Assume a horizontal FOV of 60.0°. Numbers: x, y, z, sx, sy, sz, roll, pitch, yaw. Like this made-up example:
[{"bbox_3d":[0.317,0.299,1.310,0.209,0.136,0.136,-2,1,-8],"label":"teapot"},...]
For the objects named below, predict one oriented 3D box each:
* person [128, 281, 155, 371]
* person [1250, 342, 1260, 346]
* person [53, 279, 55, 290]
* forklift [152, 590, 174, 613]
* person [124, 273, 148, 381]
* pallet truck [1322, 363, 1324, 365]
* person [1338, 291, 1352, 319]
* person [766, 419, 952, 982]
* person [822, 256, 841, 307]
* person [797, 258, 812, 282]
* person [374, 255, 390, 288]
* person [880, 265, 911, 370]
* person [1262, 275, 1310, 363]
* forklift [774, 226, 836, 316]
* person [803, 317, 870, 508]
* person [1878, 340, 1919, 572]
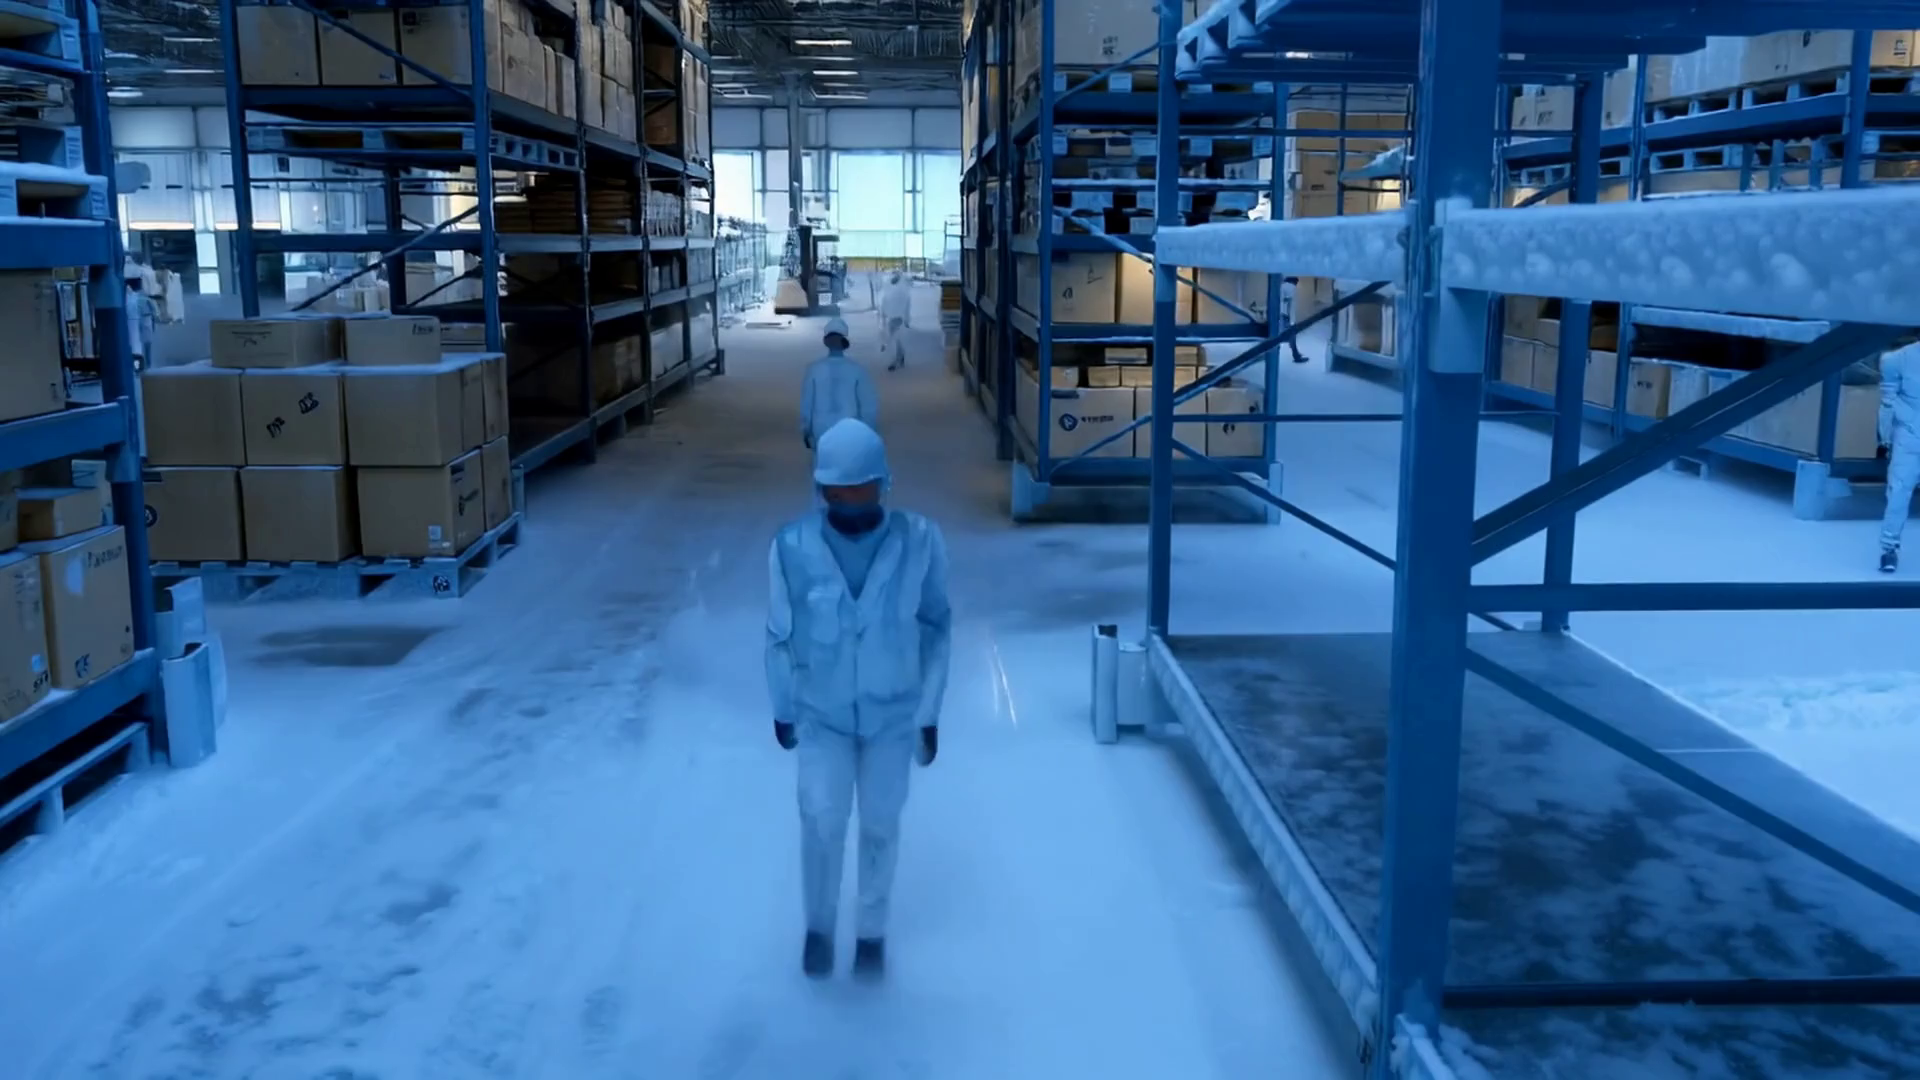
[{"bbox_3d":[-14.721,-3.820,29.833,0.544,1.643,0.893,-6,12,-29],"label":"person"},{"bbox_3d":[6.803,-5.277,37.144,1.039,1.933,0.646,-8,13,-39],"label":"person"},{"bbox_3d":[-20.520,-5.290,37.139,0.364,1.962,0.611,9,13,40],"label":"person"},{"bbox_3d":[-5.858,-0.811,9.639,1.873,2.768,1.129,-1,10,-3],"label":"forklift"},{"bbox_3d":[-14.109,-3.600,28.048,1.010,1.857,0.669,7,12,35],"label":"person"},{"bbox_3d":[7.712,-4.157,30.737,1.885,1.965,0.823,3,11,16],"label":"pallet truck"},{"bbox_3d":[7.566,-4.231,32.079,0.806,1.666,0.547,-6,12,-30],"label":"person"},{"bbox_3d":[-0.318,0.519,5.225,0.587,1.809,0.441,0,10,-2],"label":"person"},{"bbox_3d":[-4.542,-9.143,59.035,0.643,1.813,0.776,-7,12,-34],"label":"person"},{"bbox_3d":[-5.769,-9.615,61.560,1.078,1.862,0.691,-10,14,-43],"label":"person"},{"bbox_3d":[-15.784,-6.856,45.655,0.540,2.000,0.705,-1,10,-5],"label":"person"},{"bbox_3d":[-1.155,-4.079,30.518,0.646,1.921,0.581,7,12,35],"label":"person"},{"bbox_3d":[6.265,-4.341,32.123,0.940,1.886,0.610,2,10,9],"label":"person"},{"bbox_3d":[-4.869,-8.426,52.060,1.873,2.768,1.129,0,10,-2],"label":"forklift"},{"bbox_3d":[-1.001,-0.913,13.437,0.536,1.781,0.558,-1,10,-5],"label":"person"},{"bbox_3d":[6.838,-0.695,11.745,0.645,1.898,0.396,4,11,23],"label":"person"}]
